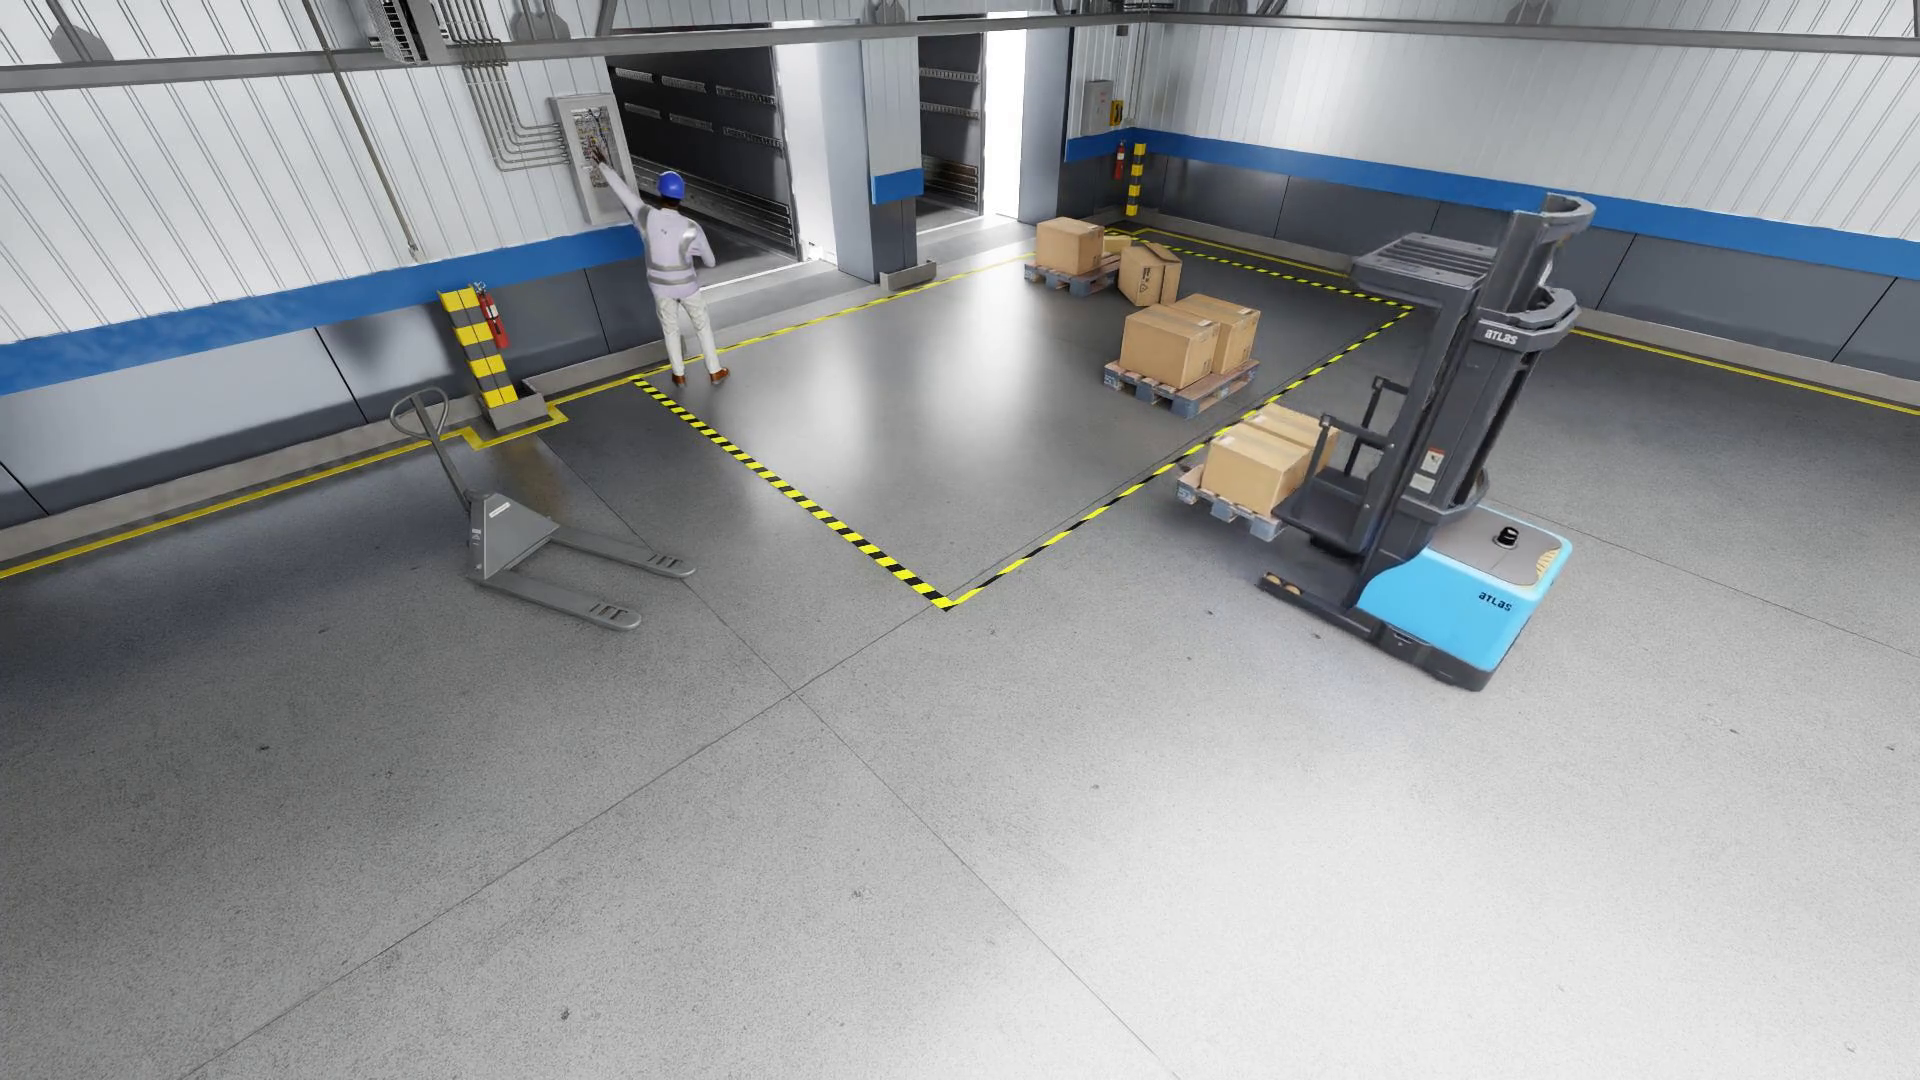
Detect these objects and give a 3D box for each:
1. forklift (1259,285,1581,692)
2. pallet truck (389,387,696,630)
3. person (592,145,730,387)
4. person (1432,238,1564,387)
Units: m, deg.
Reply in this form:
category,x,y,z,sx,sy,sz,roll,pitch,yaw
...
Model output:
category,x,y,z,sx,sy,sz,roll,pitch,yaw
forklift,2.830,-0.244,3.932,0.716,2.013,0.776,-30,47,-33
pallet truck,-2.613,-0.247,4.593,1.601,1.201,0.680,14,40,17
person,-2.731,-2.481,6.824,0.952,2.049,0.689,-4,38,-5
person,4.734,-2.007,6.479,0.756,1.712,0.500,20,42,24
